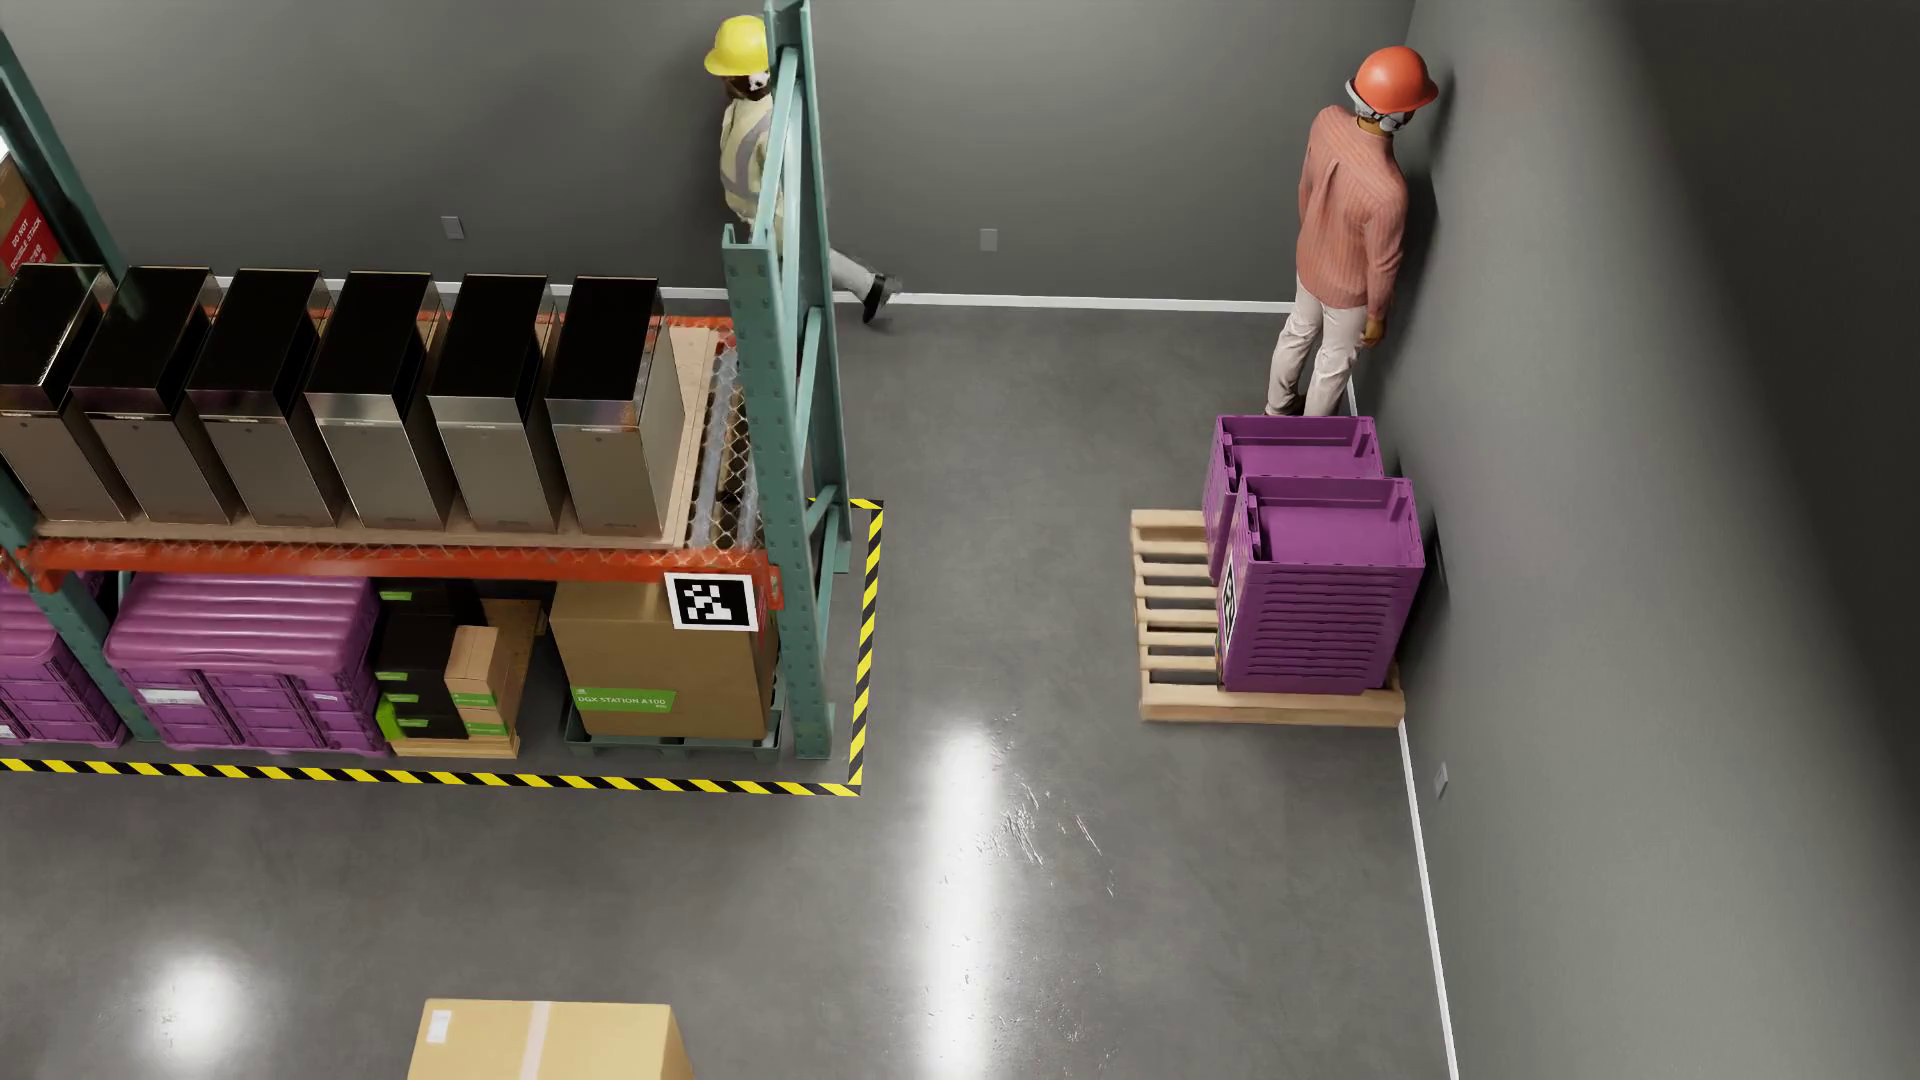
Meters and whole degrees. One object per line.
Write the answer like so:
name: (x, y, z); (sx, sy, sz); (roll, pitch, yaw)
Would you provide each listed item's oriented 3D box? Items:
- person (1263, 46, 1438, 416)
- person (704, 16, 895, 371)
person: (1.499, -1.053, 6.486); (0.375, 1.995, 0.611); (-18, 54, -13)
person: (-0.682, -1.425, 6.902); (0.742, 1.805, 0.598); (-6, 52, -4)
